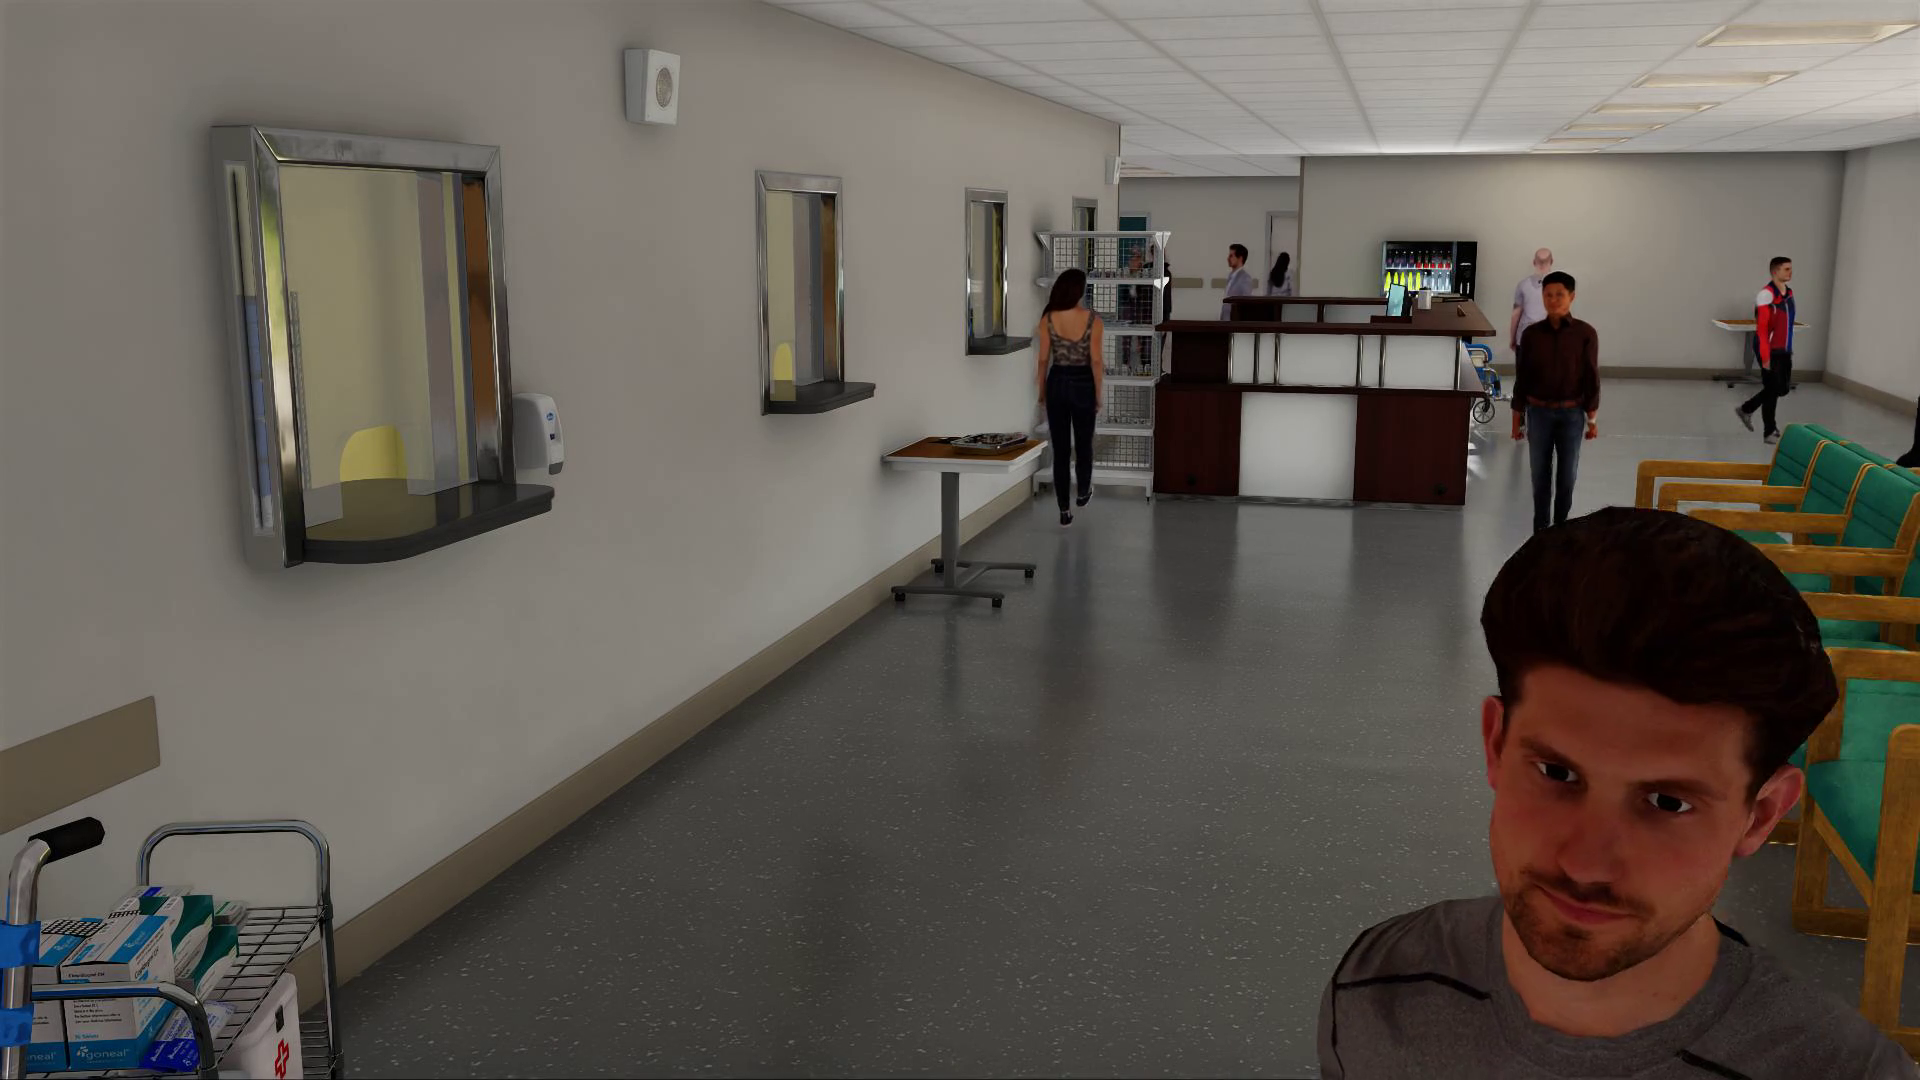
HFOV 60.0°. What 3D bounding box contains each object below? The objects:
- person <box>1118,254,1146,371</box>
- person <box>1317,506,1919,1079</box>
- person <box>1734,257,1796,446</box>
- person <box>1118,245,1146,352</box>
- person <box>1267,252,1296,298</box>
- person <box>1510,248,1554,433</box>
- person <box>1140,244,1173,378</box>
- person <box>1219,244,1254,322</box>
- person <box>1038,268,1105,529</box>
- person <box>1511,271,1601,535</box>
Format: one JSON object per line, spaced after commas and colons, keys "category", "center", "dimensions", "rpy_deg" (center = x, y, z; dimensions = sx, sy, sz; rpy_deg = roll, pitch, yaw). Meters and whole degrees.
{"category": "person", "center": [2.384, -3.049, 22.592], "dimensions": [0.560, 1.673, 0.668], "rpy_deg": [2, 11, 12]}
{"category": "person", "center": [0.499, 0.895, 1.276], "dimensions": [1.065, 1.871, 1.110], "rpy_deg": [-9, 14, -39]}
{"category": "person", "center": [7.646, -1.788, 15.758], "dimensions": [0.987, 1.742, 1.048], "rpy_deg": [-6, 12, -29]}
{"category": "person", "center": [2.805, -3.810, 26.565], "dimensions": [1.146, 1.686, 0.877], "rpy_deg": [7, 13, 31]}
{"category": "person", "center": [5.016, -3.708, 26.269], "dimensions": [1.019, 1.596, 0.912], "rpy_deg": [6, 12, 29]}
{"category": "person", "center": [5.645, -1.930, 16.324], "dimensions": [1.043, 1.811, 0.855], "rpy_deg": [5, 12, 24]}
{"category": "person", "center": [2.636, -3.102, 22.461], "dimensions": [0.766, 1.825, 0.791], "rpy_deg": [9, 14, 40]}
{"category": "person", "center": [3.134, -2.322, 18.360], "dimensions": [1.285, 1.821, 0.975], "rpy_deg": [-1, 11, -5]}
{"category": "person", "center": [0.738, -0.934, 11.304], "dimensions": [1.076, 1.726, 0.735], "rpy_deg": [2, 11, 10]}
{"category": "person", "center": [3.677, -0.753, 10.240], "dimensions": [0.741, 1.767, 0.811], "rpy_deg": [6, 12, 27]}
